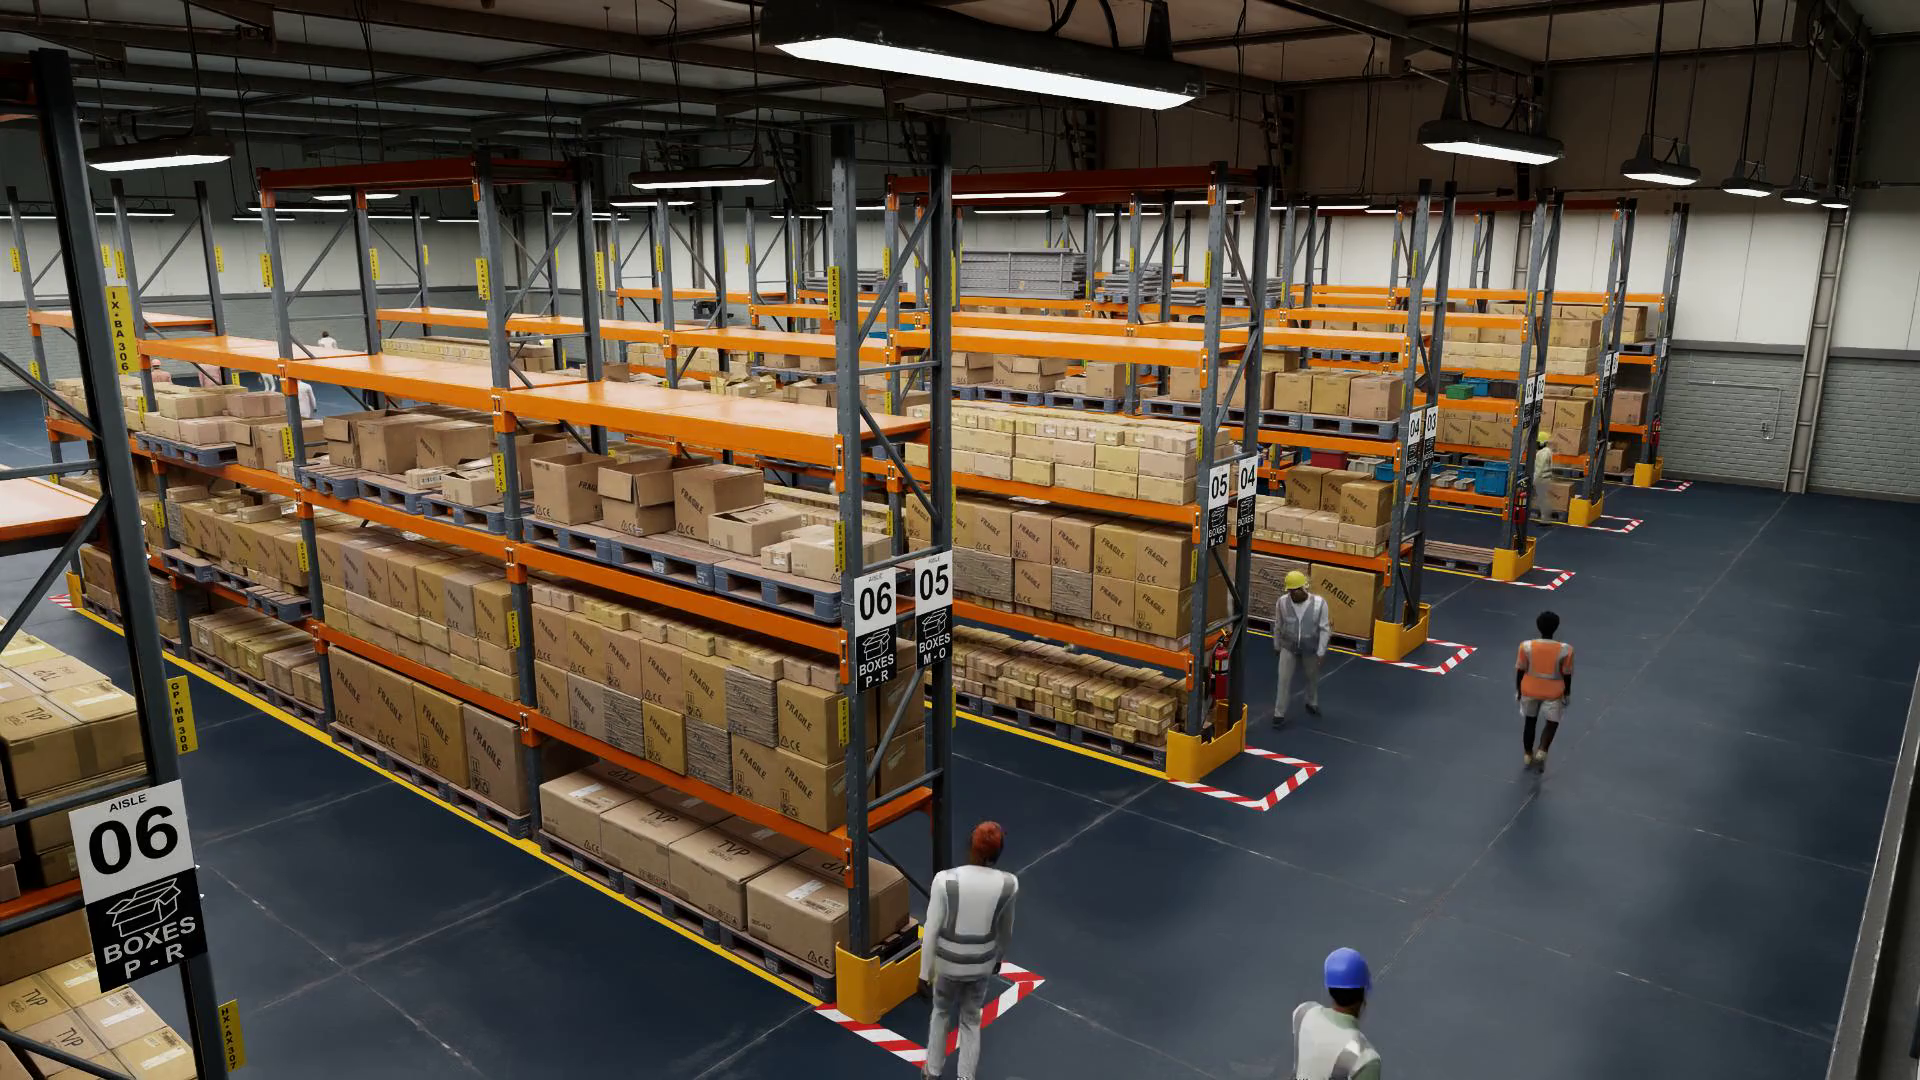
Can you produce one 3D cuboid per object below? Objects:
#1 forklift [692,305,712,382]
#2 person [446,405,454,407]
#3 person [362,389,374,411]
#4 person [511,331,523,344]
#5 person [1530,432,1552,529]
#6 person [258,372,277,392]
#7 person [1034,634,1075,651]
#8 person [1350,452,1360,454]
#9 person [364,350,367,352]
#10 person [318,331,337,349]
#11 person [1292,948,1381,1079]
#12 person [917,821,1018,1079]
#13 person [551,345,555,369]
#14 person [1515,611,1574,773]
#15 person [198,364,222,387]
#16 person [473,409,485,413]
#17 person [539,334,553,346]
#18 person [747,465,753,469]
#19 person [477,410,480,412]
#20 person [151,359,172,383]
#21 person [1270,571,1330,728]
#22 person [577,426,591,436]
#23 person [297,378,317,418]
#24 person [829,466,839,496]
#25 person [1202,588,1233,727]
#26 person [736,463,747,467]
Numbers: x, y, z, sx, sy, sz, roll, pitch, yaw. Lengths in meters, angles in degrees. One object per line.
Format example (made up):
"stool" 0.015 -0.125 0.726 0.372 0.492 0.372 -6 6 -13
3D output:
"forklift" -9.511 -7.392 47.124 1.873 2.768 1.129 11 17 38
"person" -11.936 -2.773 30.047 0.840 1.916 0.545 13 19 42
"person" -15.549 -3.626 33.470 0.619 1.954 0.947 -10 17 -34
"person" -18.681 -8.342 53.163 0.529 1.848 0.658 -7 15 -28
"person" 10.684 -1.125 23.490 0.835 1.796 0.615 6 15 24
"person" -22.185 -5.245 40.337 0.556 1.855 0.449 -2 14 -9
"person" 1.272 0.654 16.614 0.498 1.592 0.848 -13 19 -43
"person" 9.185 -2.621 29.369 0.356 1.938 0.638 10 17 35
"person" -20.592 -6.106 44.114 0.526 1.751 0.523 -3 14 -11
"person" -23.813 -6.934 47.368 0.660 1.811 0.833 -11 18 -38
"person" 1.865 2.994 6.346 0.536 1.900 0.636 -6 15 -24
"person" 0.035 2.642 7.919 0.664 1.840 0.644 -2 14 -10
"person" -12.917 -5.281 40.351 0.544 1.924 0.679 -9 16 -32
"person" 5.878 1.548 12.739 0.543 1.683 0.518 9 16 33
"person" -22.526 -4.683 37.914 0.643 1.913 0.410 -11 17 -38
"person" -13.038 -3.656 33.845 0.847 1.839 0.508 -1 14 -3
"person" -15.358 -6.860 47.015 0.634 1.839 0.429 -6 15 -22
"person" -5.030 -2.425 28.564 0.622 1.952 1.023 -12 18 -41
"person" -13.274 -3.728 34.549 0.308 1.641 0.517 -2 14 -10
"person" -22.242 -4.029 35.050 0.617 1.990 0.393 -11 17 -38
"person" 3.809 1.182 14.083 0.611 1.786 0.780 5 14 18
"person" -8.012 -2.097 27.460 0.628 1.816 0.465 -1 14 -6
"person" -17.252 -3.451 32.974 0.645 1.862 0.984 -2 14 -8
"person" -1.955 -0.391 20.417 0.998 1.835 0.572 10 17 35
"person" 2.730 1.054 14.111 0.617 2.001 0.767 -5 14 -19
"person" -5.159 -2.772 29.769 0.614 2.046 0.366 13 19 42
